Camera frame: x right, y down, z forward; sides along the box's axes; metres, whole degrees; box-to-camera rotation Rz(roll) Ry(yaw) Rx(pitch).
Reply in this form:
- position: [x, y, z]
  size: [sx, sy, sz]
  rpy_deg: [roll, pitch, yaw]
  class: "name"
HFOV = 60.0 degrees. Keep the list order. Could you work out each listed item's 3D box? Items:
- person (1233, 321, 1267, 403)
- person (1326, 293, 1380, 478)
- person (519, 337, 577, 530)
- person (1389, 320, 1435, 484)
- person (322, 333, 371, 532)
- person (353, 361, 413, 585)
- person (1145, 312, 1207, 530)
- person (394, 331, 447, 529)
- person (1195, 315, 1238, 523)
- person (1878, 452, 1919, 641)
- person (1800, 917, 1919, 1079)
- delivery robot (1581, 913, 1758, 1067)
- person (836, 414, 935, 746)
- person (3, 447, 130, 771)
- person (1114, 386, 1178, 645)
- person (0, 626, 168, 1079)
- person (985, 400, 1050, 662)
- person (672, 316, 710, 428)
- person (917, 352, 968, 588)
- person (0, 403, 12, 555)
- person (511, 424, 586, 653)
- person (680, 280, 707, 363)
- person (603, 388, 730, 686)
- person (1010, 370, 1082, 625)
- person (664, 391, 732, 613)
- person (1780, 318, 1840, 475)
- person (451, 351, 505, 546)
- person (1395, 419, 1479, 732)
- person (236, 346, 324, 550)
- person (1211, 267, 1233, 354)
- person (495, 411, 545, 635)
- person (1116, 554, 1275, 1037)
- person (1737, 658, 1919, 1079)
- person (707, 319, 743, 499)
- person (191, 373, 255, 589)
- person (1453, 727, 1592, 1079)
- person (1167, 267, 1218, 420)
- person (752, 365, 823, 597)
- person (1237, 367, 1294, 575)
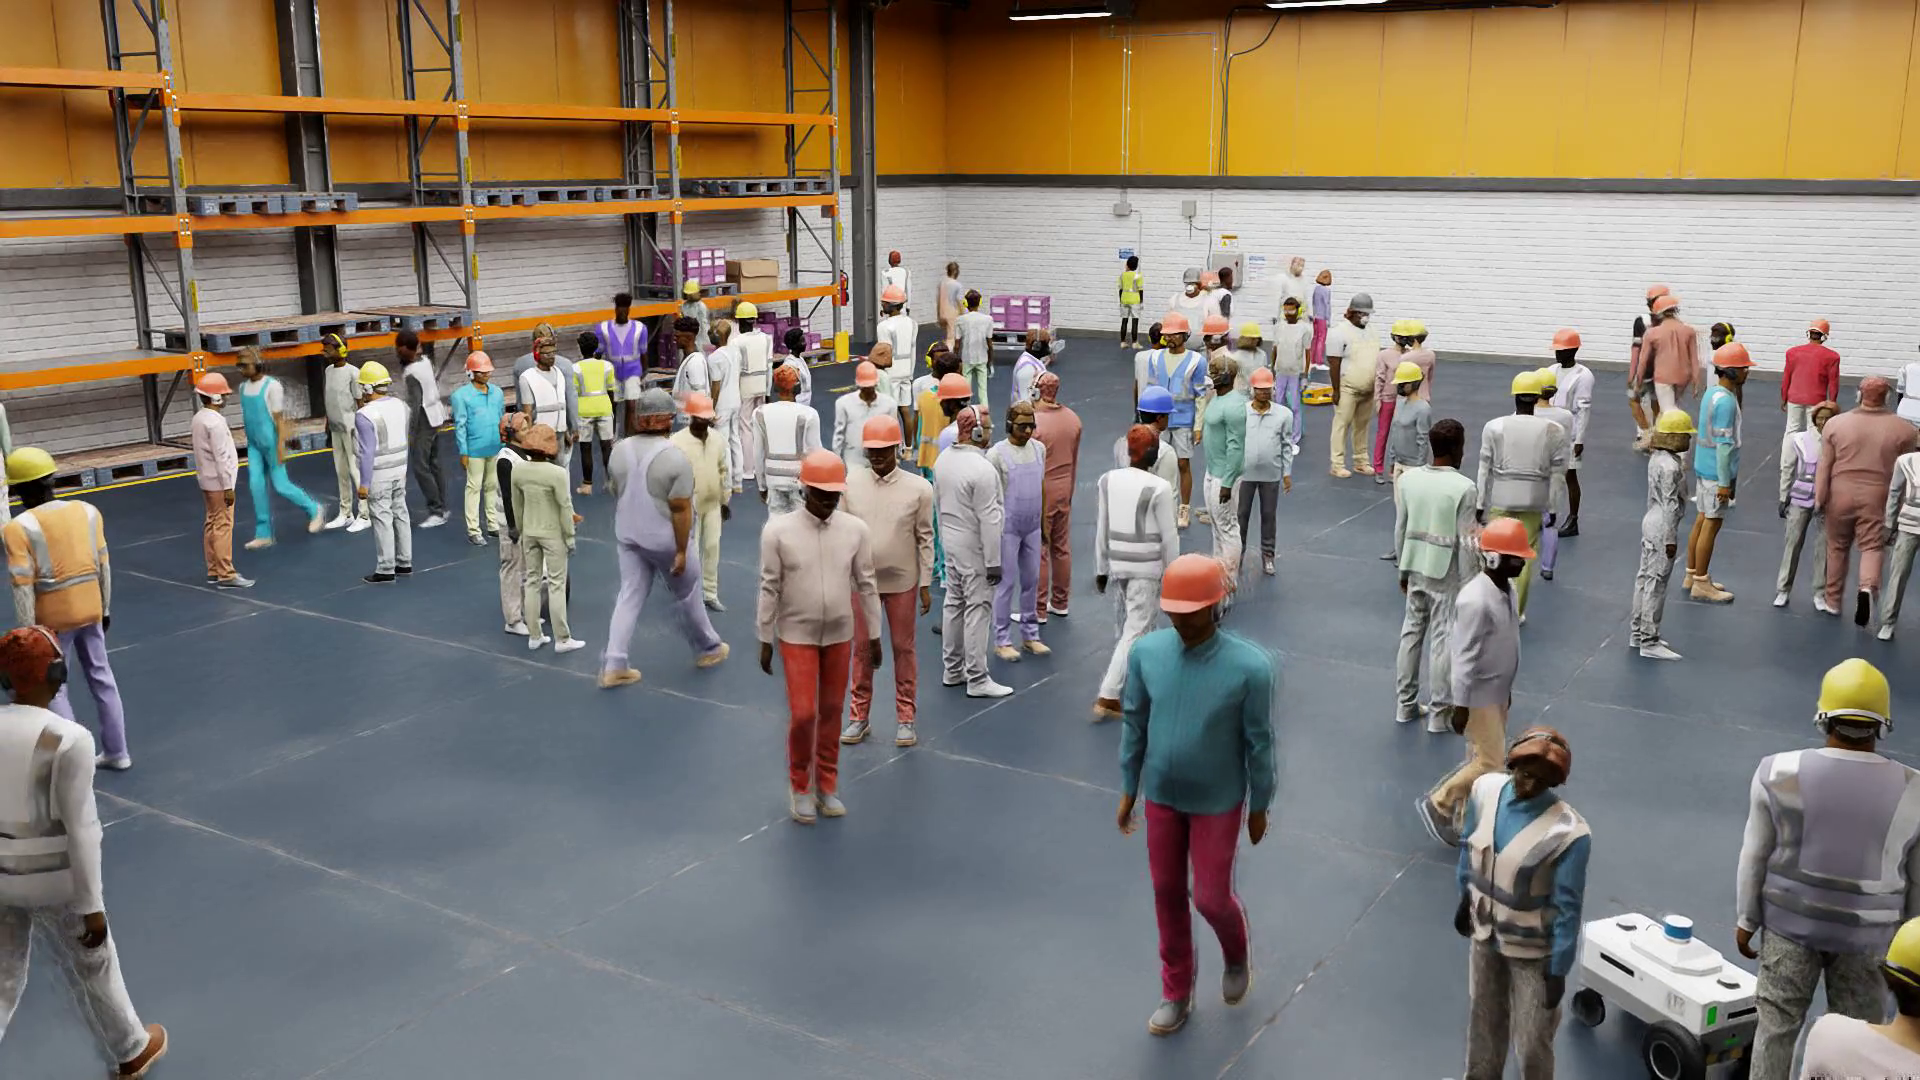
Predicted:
- position: [3.114, -1.557, 18.272]
  size: [0.488, 1.716, 0.802]
  rpy_deg: [-10, 16, -36]
  class: "person"
- position: [4.340, -1.700, 18.180]
  size: [0.683, 2.000, 0.535]
  rpy_deg: [-8, 15, -31]
  class: "person"
- position: [-3.832, -0.961, 15.398]
  size: [0.375, 1.843, 0.575]
  rpy_deg: [6, 14, 24]
  class: "person"
- position: [4.836, -1.466, 17.764]
  size: [0.522, 1.770, 0.310]
  rpy_deg: [-9, 16, -35]
  class: "person"
- position: [-5.779, -1.009, 15.574]
  size: [0.512, 1.865, 0.328]
  rpy_deg: [8, 15, 31]
  class: "person"
- position: [-4.744, -0.548, 13.640]
  size: [0.404, 1.833, 0.588]
  rpy_deg: [4, 13, 16]
  class: "person"
- position: [2.006, -1.116, 15.639]
  size: [0.605, 2.045, 0.377]
  rpy_deg: [7, 15, 29]
  class: "person"
- position: [-5.088, -1.075, 15.850]
  size: [0.383, 1.877, 0.735]
  rpy_deg: [-1, 13, -6]
  class: "person"
- position: [2.453, -1.157, 15.929]
  size: [0.395, 1.990, 0.619]
  rpy_deg: [1, 13, 3]
  class: "person"
- position: [6.924, -0.058, 11.936]
  size: [0.521, 1.638, 0.311]
  rpy_deg: [6, 14, 24]
  class: "person"
- position: [2.295, 1.716, 4.009]
  size: [0.666, 1.744, 0.535]
  rpy_deg: [-4, 14, -17]
  class: "person"
- position: [2.773, 1.702, 6.472]
  size: [0.477, 0.478, 0.707]
  rpy_deg: [-5, 14, -22]
  class: "delivery robot"
- position: [-0.457, 0.240, 9.863]
  size: [0.609, 1.996, 0.379]
  rpy_deg: [2, 13, 9]
  class: "person"
- position: [-5.003, 0.423, 9.277]
  size: [0.428, 1.911, 0.616]
  rpy_deg: [6, 14, 25]
  class: "person"
- position: [1.287, -0.084, 11.392]
  size: [0.417, 1.940, 0.607]
  rpy_deg: [-8, 15, -30]
  class: "person"
- position: [-3.322, 1.236, 5.919]
  size: [0.630, 1.839, 0.983]
  rpy_deg: [3, 13, 14]
  class: "person"
- position: [0.401, -0.067, 11.555]
  size: [0.518, 1.836, 0.347]
  rpy_deg: [-10, 16, -36]
  class: "person"
- position: [-2.604, -1.191, 16.137]
  size: [0.368, 1.966, 0.602]
  rpy_deg: [-3, 13, -13]
  class: "person"
- position: [-0.136, -0.570, 13.549]
  size: [0.372, 1.917, 0.596]
  rpy_deg: [-9, 16, -35]
  class: "person"
- position: [-8.543, -0.650, 14.504]
  size: [0.519, 1.640, 0.307]
  rpy_deg: [-10, 16, -36]
  class: "person"
- position: [-2.928, -0.014, 11.760]
  size: [0.497, 1.633, 0.289]
  rpy_deg: [6, 14, 24]
  class: "person"
- position: [-3.853, -2.899, 24.074]
  size: [0.503, 1.725, 0.403]
  rpy_deg: [7, 15, 29]
  class: "person"
- position: [-2.020, -0.076, 11.134]
  size: [0.679, 2.000, 1.050]
  rpy_deg: [6, 14, 25]
  class: "person"
- position: [0.617, -0.319, 12.483]
  size: [0.409, 1.909, 0.641]
  rpy_deg: [11, 17, 40]
  class: "person"
- position: [-2.039, -0.300, 12.779]
  size: [0.528, 1.731, 0.602]
  rpy_deg: [12, 18, 42]
  class: "person"
- position: [9.297, -1.552, 18.206]
  size: [0.573, 1.738, 0.351]
  rpy_deg: [10, 16, 37]
  class: "person"
- position: [-4.311, -0.836, 15.061]
  size: [0.329, 1.751, 0.563]
  rpy_deg: [8, 15, 31]
  class: "person"
- position: [2.893, 0.215, 10.140]
  size: [0.391, 1.920, 0.587]
  rpy_deg: [-9, 16, -33]
  class: "person"
- position: [-6.182, -0.847, 14.977]
  size: [0.551, 1.823, 0.743]
  rpy_deg: [6, 14, 24]
  class: "person"
- position: [3.731, -2.966, 24.011]
  size: [0.446, 1.897, 0.690]
  rpy_deg: [-3, 13, -11]
  class: "person"
- position: [-3.258, -0.129, 12.242]
  size: [0.314, 1.642, 0.514]
  rpy_deg: [0, 13, 0]
  class: "person"
- position: [0.931, 1.002, 6.604]
  size: [0.598, 1.972, 0.495]
  rpy_deg: [8, 15, 32]
  class: "person"
- position: [2.958, 1.295, 5.664]
  size: [0.590, 1.825, 0.403]
  rpy_deg: [6, 14, 24]
  class: "person"
- position: [-2.428, -1.336, 17.029]
  size: [0.346, 1.846, 0.506]
  rpy_deg: [6, 14, 23]
  class: "person"
- position: [-6.016, -0.486, 13.547]
  size: [0.345, 1.748, 0.573]
  rpy_deg: [-11, 17, -38]
  class: "person"
- position: [1.891, 1.378, 5.807]
  size: [0.323, 1.608, 0.669]
  rpy_deg: [-6, 14, -24]
  class: "person"
- position: [3.028, -2.575, 21.976]
  size: [0.672, 2.000, 0.536]
  rpy_deg: [5, 14, 21]
  class: "person"
- position: [-1.328, -0.430, 13.019]
  size: [0.575, 1.883, 0.355]
  rpy_deg: [4, 13, 16]
  class: "person"
- position: [2.494, -0.574, 13.913]
  size: [0.575, 1.754, 0.325]
  rpy_deg: [2, 13, 8]
  class: "person"
